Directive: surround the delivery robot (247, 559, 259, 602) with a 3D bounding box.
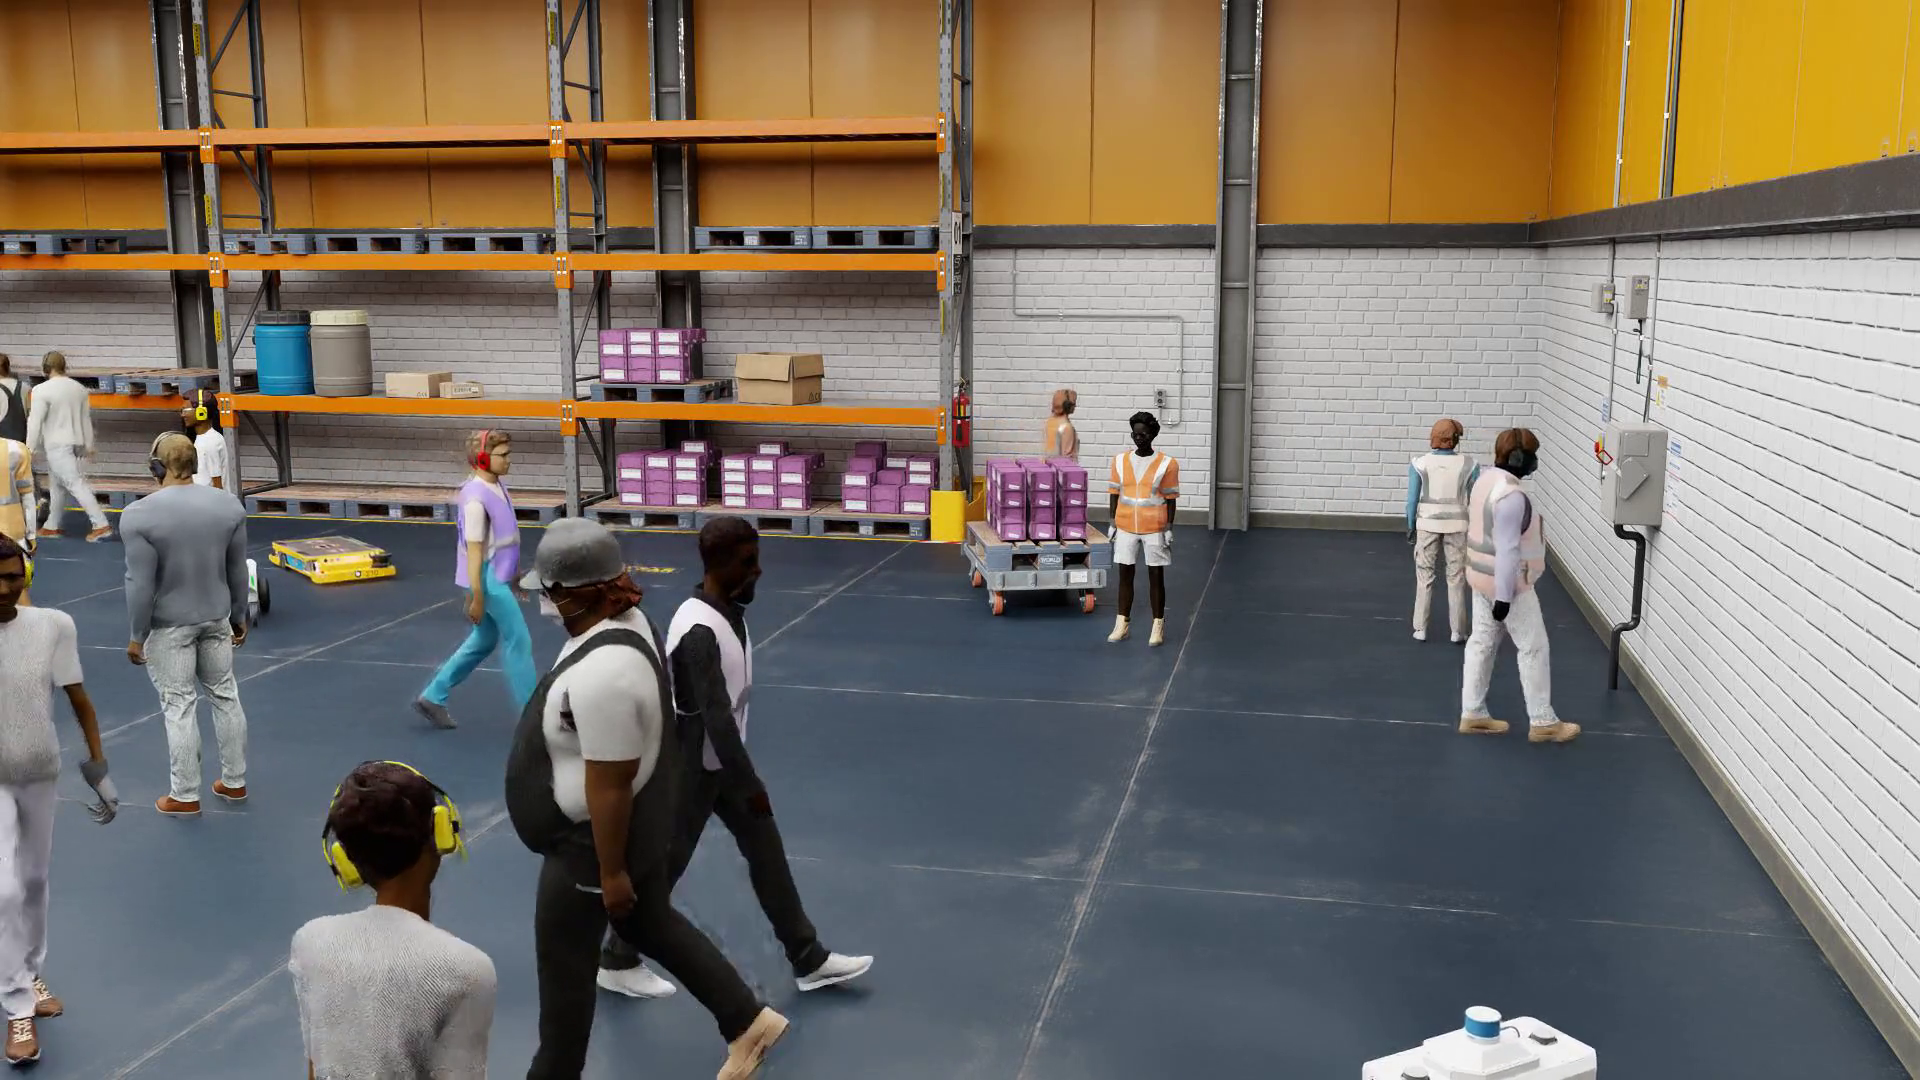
[{"bbox_3d":[-5.594,0.305,12.796,0.477,0.478,0.707,-5,10,-22],"label":"delivery robot"}]

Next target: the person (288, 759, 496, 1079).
[{"bbox_3d":[-1.047,1.342,3.189,0.593,1.830,0.460,5,11,27],"label":"person"}]

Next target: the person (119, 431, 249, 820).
[{"bbox_3d":[-3.853,0.422,8.313,0.356,1.936,0.638,7,12,35],"label":"person"}]

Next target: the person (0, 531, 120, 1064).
[{"bbox_3d":[-3.302,0.879,5.895,0.551,1.831,0.792,-9,13,-44],"label":"person"}]

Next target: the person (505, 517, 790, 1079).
[{"bbox_3d":[-1.048,0.873,5.337,0.926,2.000,0.689,0,10,0],"label":"person"}]

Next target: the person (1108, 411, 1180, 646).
[{"bbox_3d":[1.313,-0.083,12.014,0.534,1.697,0.318,4,10,22],"label":"person"}]

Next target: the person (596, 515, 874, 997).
[{"bbox_3d":[-0.901,0.826,6.172,1.051,1.855,0.576,1,10,8],"label":"person"}]

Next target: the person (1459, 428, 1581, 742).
[{"bbox_3d":[3.289,0.258,9.645,0.738,1.819,0.634,0,10,-1],"label":"person"}]

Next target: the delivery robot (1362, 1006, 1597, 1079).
[{"bbox_3d":[1.547,1.633,4.949,0.707,0.478,0.477,-5,11,-28],"label":"delivery robot"}]

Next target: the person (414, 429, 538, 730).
[{"bbox_3d":[-2.769,0.249,9.695,0.895,1.816,0.567,-1,10,-8],"label":"person"}]

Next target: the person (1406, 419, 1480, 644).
[{"bbox_3d":[3.495,-0.060,12.056,0.521,1.636,0.311,3,10,18],"label":"person"}]

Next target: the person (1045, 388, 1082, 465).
[{"bbox_3d":[0.863,-0.572,15.134,0.696,1.619,0.517,-4,10,-21],"label":"person"}]

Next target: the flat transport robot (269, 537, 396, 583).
[{"bbox_3d":[-5.611,0.156,14.815,0.652,0.197,1.431,-8,12,-38],"label":"flat transport robot"}]

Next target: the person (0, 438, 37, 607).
[{"bbox_3d":[-6.453,-0.047,11.080,0.545,1.942,0.353,-8,12,-39],"label":"person"}]

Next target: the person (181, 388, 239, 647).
[{"bbox_3d":[-5.373,-0.144,11.894,0.329,1.861,0.509,-5,11,-27],"label":"person"}]

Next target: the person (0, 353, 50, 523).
[{"bbox_3d":[-9.772,-1.019,17.156,0.623,1.833,0.534,5,11,27],"label":"person"}]

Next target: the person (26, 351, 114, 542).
[{"bbox_3d":[-8.811,-0.913,16.426,1.018,1.897,0.641,2,10,9],"label":"person"}]
